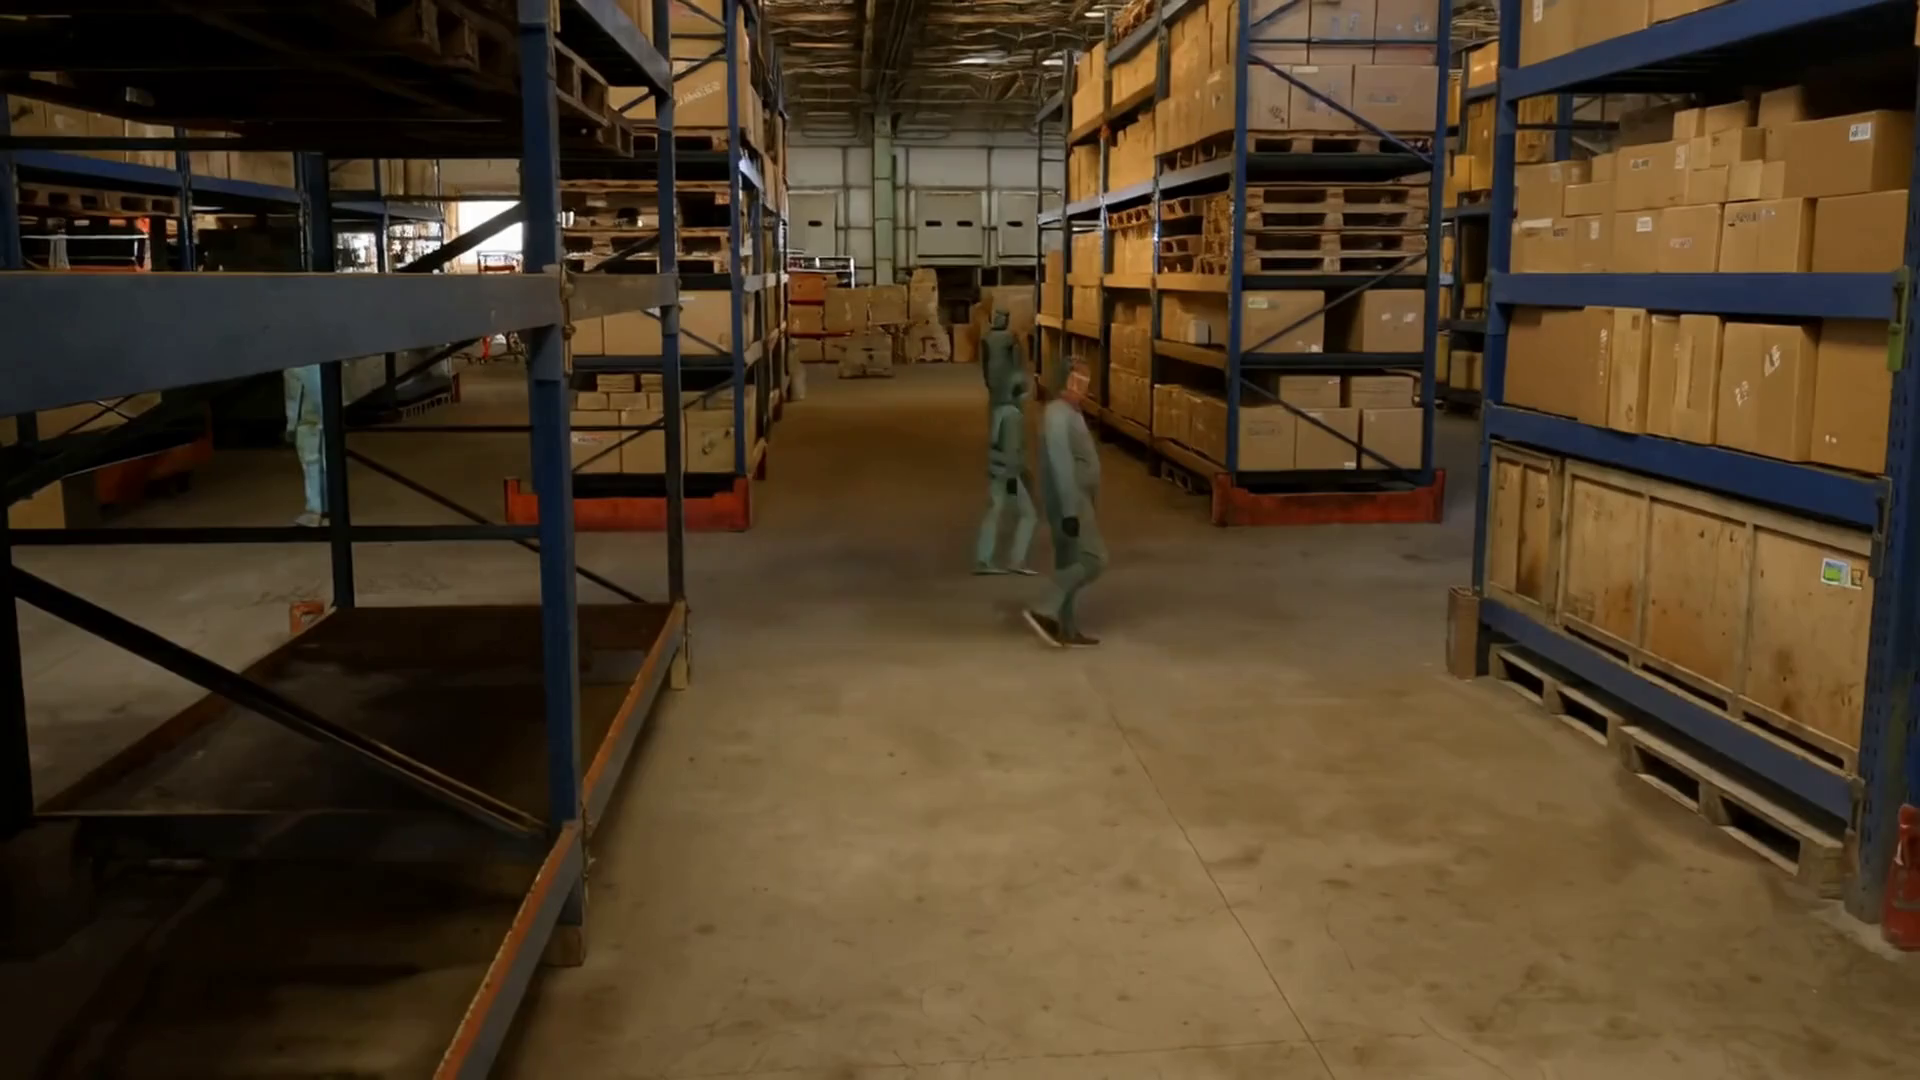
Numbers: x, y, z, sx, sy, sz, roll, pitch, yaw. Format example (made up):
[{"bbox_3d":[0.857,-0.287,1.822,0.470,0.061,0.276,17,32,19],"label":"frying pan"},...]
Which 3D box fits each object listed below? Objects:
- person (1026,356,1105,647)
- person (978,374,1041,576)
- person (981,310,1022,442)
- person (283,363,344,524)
[{"bbox_3d":[0.711,-0.222,10.602,0.437,1.892,0.680,0,9,-2],"label":"person"},{"bbox_3d":[0.418,-0.507,13.233,0.591,1.612,0.551,-2,9,-13],"label":"person"},{"bbox_3d":[0.621,-2.335,23.843,0.640,1.909,0.409,6,11,33],"label":"person"},{"bbox_3d":[-6.271,-1.127,16.157,0.373,1.940,0.628,6,11,34],"label":"person"}]
